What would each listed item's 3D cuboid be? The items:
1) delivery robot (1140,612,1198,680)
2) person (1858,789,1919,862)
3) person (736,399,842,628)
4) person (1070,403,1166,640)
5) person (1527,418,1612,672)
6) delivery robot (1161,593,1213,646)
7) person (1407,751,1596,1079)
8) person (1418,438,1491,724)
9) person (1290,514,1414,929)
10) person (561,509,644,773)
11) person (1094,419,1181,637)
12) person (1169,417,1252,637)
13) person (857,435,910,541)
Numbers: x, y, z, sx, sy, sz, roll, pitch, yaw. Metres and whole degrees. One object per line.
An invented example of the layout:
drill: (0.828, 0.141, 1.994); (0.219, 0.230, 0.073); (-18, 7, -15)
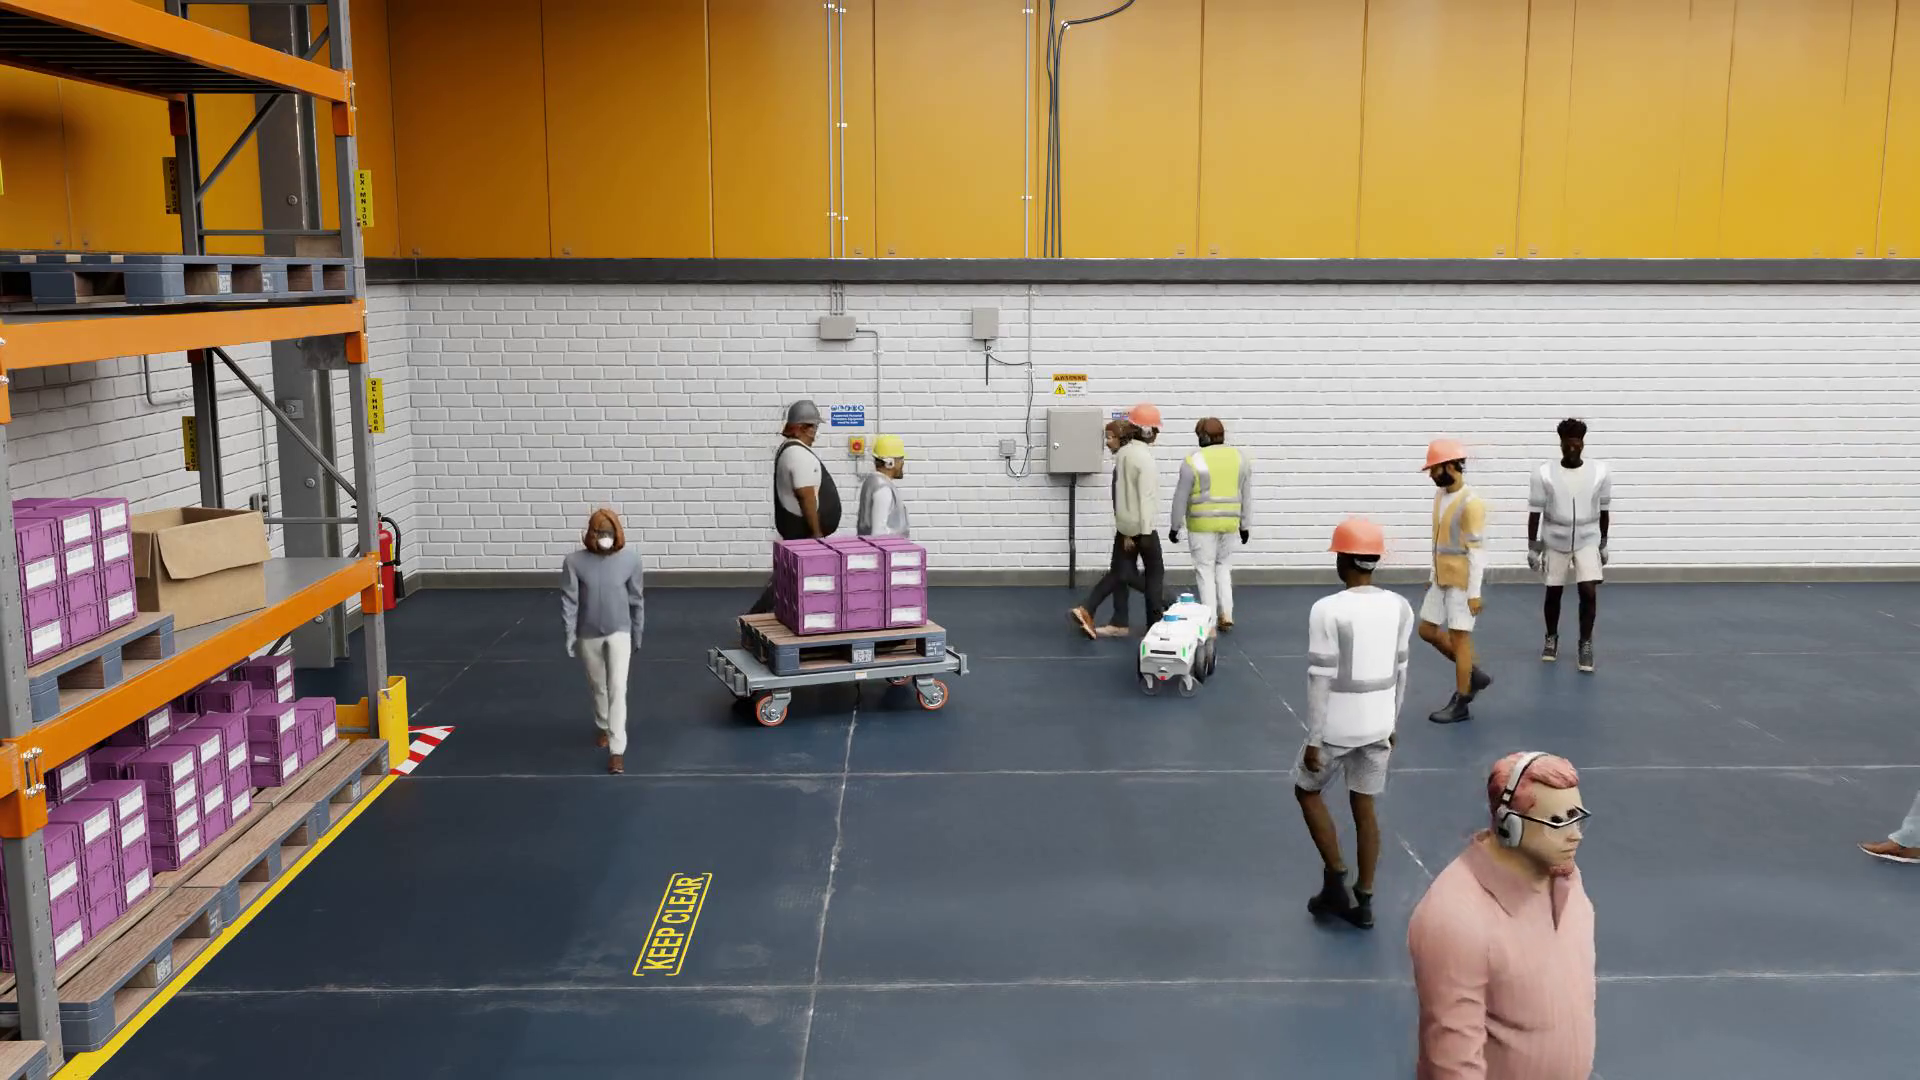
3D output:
delivery robot: (1.511, 0.763, 12.004); (0.477, 0.478, 0.707); (2, 9, 14)
person: (5.096, 0.897, 8.319); (0.888, 1.589, 0.509); (1, 9, 7)
person: (-1.342, -0.154, 13.370); (0.926, 2.000, 0.684); (-2, 9, -10)
person: (1.362, -0.129, 13.455); (0.890, 1.966, 0.632); (-3, 10, -19)
person: (4.626, 0.029, 12.653); (0.621, 1.913, 0.803); (2, 10, 14)
delivery robot: (1.729, 0.651, 12.688); (0.477, 0.478, 0.707); (2, 9, 14)
person: (1.427, 1.449, 4.083); (0.657, 1.861, 0.976); (-7, 12, -37)
person: (3.325, 0.274, 11.149); (0.490, 1.912, 0.642); (-2, 9, -11)
person: (1.795, 0.837, 7.661); (0.566, 1.916, 0.443); (-4, 10, -22)
person: (-2.192, 0.582, 10.266); (0.491, 1.579, 0.888); (-1, 9, -7)
person: (1.480, -0.085, 13.639); (0.692, 1.819, 0.559); (0, 9, -2)
person: (2.078, -0.112, 13.772); (0.653, 1.820, 0.440); (-3, 10, -20)
person: (-0.611, 0.083, 12.748); (0.952, 1.783, 0.605); (-2, 10, -15)
